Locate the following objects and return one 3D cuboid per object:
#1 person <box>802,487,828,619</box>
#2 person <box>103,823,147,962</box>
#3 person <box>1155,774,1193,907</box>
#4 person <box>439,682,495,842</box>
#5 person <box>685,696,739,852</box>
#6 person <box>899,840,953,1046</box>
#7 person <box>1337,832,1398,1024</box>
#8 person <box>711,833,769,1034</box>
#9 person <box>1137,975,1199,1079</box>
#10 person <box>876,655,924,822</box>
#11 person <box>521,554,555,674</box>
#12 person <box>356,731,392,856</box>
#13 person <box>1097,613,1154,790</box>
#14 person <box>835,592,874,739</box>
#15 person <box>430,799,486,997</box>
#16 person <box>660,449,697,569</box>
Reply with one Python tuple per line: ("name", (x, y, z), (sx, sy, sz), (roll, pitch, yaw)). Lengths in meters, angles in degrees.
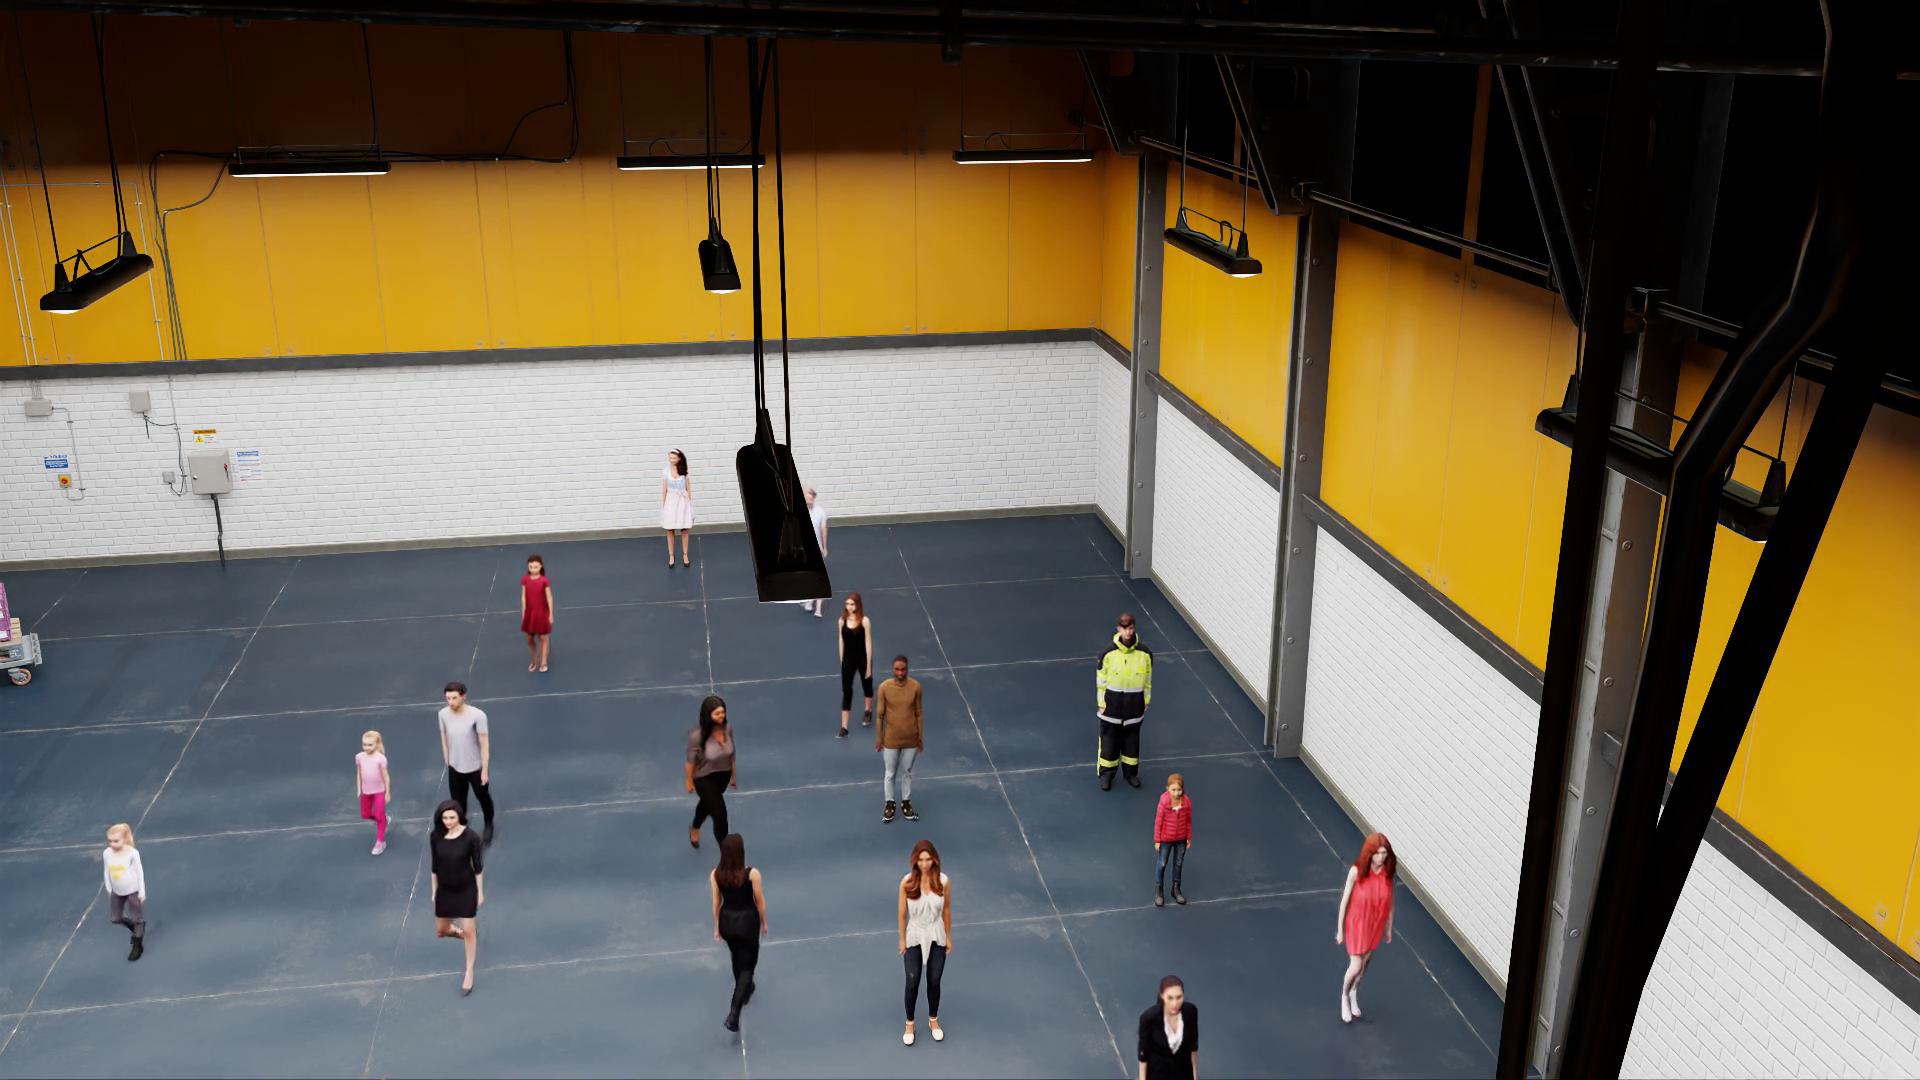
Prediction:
("person", (-2.055, 0.125, 22.730), (0.754, 1.799, 1.076), (0, 19, 1))
("person", (-7.378, 3.080, 14.780), (0.551, 1.273, 0.646), (0, 19, 0))
("person", (1.991, 2.788, 15.578), (0.504, 1.317, 0.482), (-3, 19, -8))
("person", (-4.818, 2.233, 16.453), (0.890, 1.811, 1.270), (1, 19, 3))
("person", (-2.474, 2.339, 16.179), (1.091, 1.785, 1.258), (-17, 25, -41))
("person", (-0.287, 3.241, 13.500), (0.578, 1.785, 0.514), (-3, 19, -8))
("person", (3.317, 3.170, 13.692), (0.607, 1.796, 0.678), (-4, 19, -12))
("person", (-1.829, 3.244, 13.682), (0.868, 1.663, 1.154), (4, 19, 12))
("person", (1.480, 3.814, 12.026), (0.623, 1.639, 0.855), (-3, 19, -9))
("person", (-0.610, 2.015, 17.098), (0.639, 1.812, 0.532), (-3, 19, -8))
("person", (-5.286, 0.883, 20.876), (0.616, 1.545, 0.669), (0, 19, 1))
("person", (-5.827, 2.473, 16.593), (0.618, 1.265, 0.749), (3, 19, 8))
("person", (1.749, 1.700, 17.765), (0.758, 1.982, 0.620), (-3, 19, -8))
("person", (-1.141, 1.398, 19.130), (0.913, 1.684, 1.199), (5, 19, 14))
("person", (-4.259, 2.994, 14.219), (0.736, 1.794, 0.862), (2, 19, 6))
("person", (-4.164, -0.481, 24.512), (0.684, 1.811, 0.697), (-3, 19, -8))
